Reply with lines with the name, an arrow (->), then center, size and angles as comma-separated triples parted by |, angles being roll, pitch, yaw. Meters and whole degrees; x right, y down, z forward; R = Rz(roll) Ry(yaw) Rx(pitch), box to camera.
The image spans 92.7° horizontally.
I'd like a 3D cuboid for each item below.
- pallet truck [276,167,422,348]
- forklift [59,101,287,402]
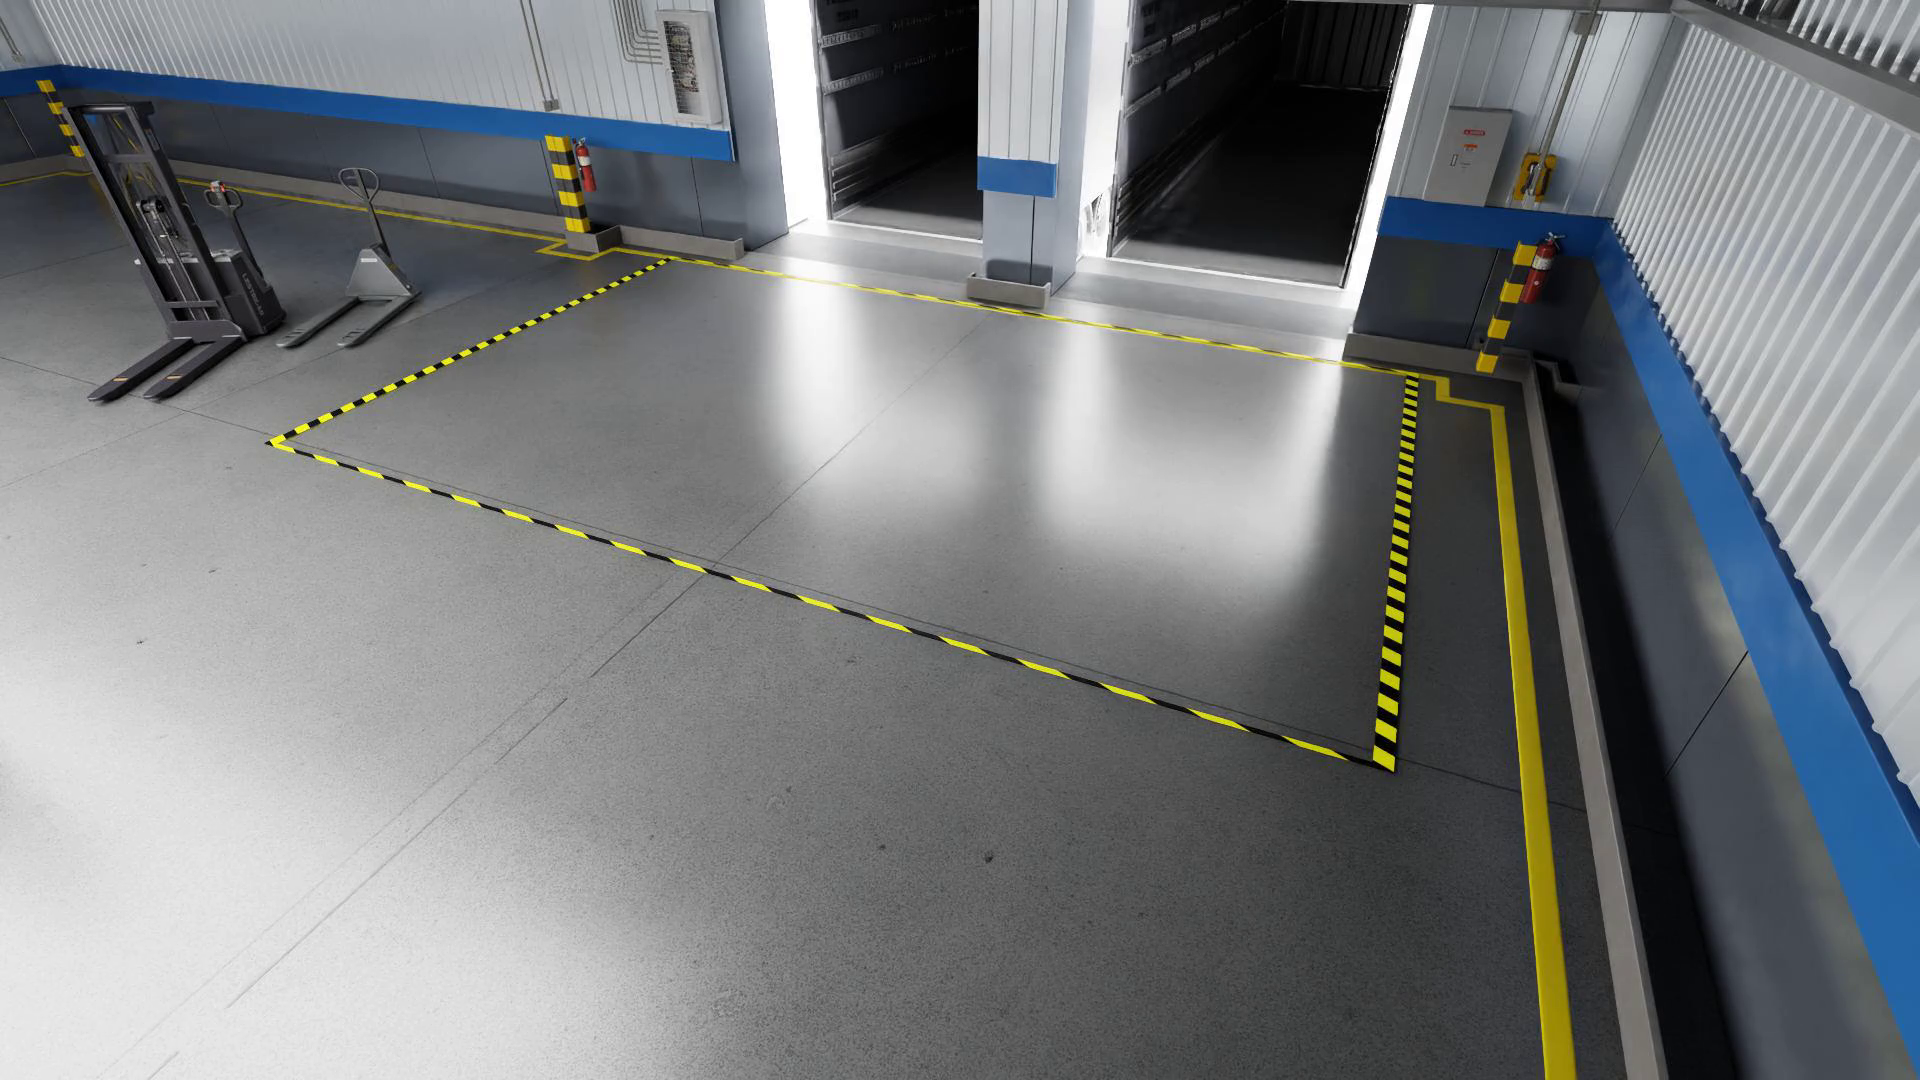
pallet truck -> -5.732, -2.611, 8.414 | 0.680, 1.201, 1.601 | -1, 35, -1
forklift -> -6.686, -2.387, 7.434 | 0.823, 1.965, 1.885 | -3, 35, -5
